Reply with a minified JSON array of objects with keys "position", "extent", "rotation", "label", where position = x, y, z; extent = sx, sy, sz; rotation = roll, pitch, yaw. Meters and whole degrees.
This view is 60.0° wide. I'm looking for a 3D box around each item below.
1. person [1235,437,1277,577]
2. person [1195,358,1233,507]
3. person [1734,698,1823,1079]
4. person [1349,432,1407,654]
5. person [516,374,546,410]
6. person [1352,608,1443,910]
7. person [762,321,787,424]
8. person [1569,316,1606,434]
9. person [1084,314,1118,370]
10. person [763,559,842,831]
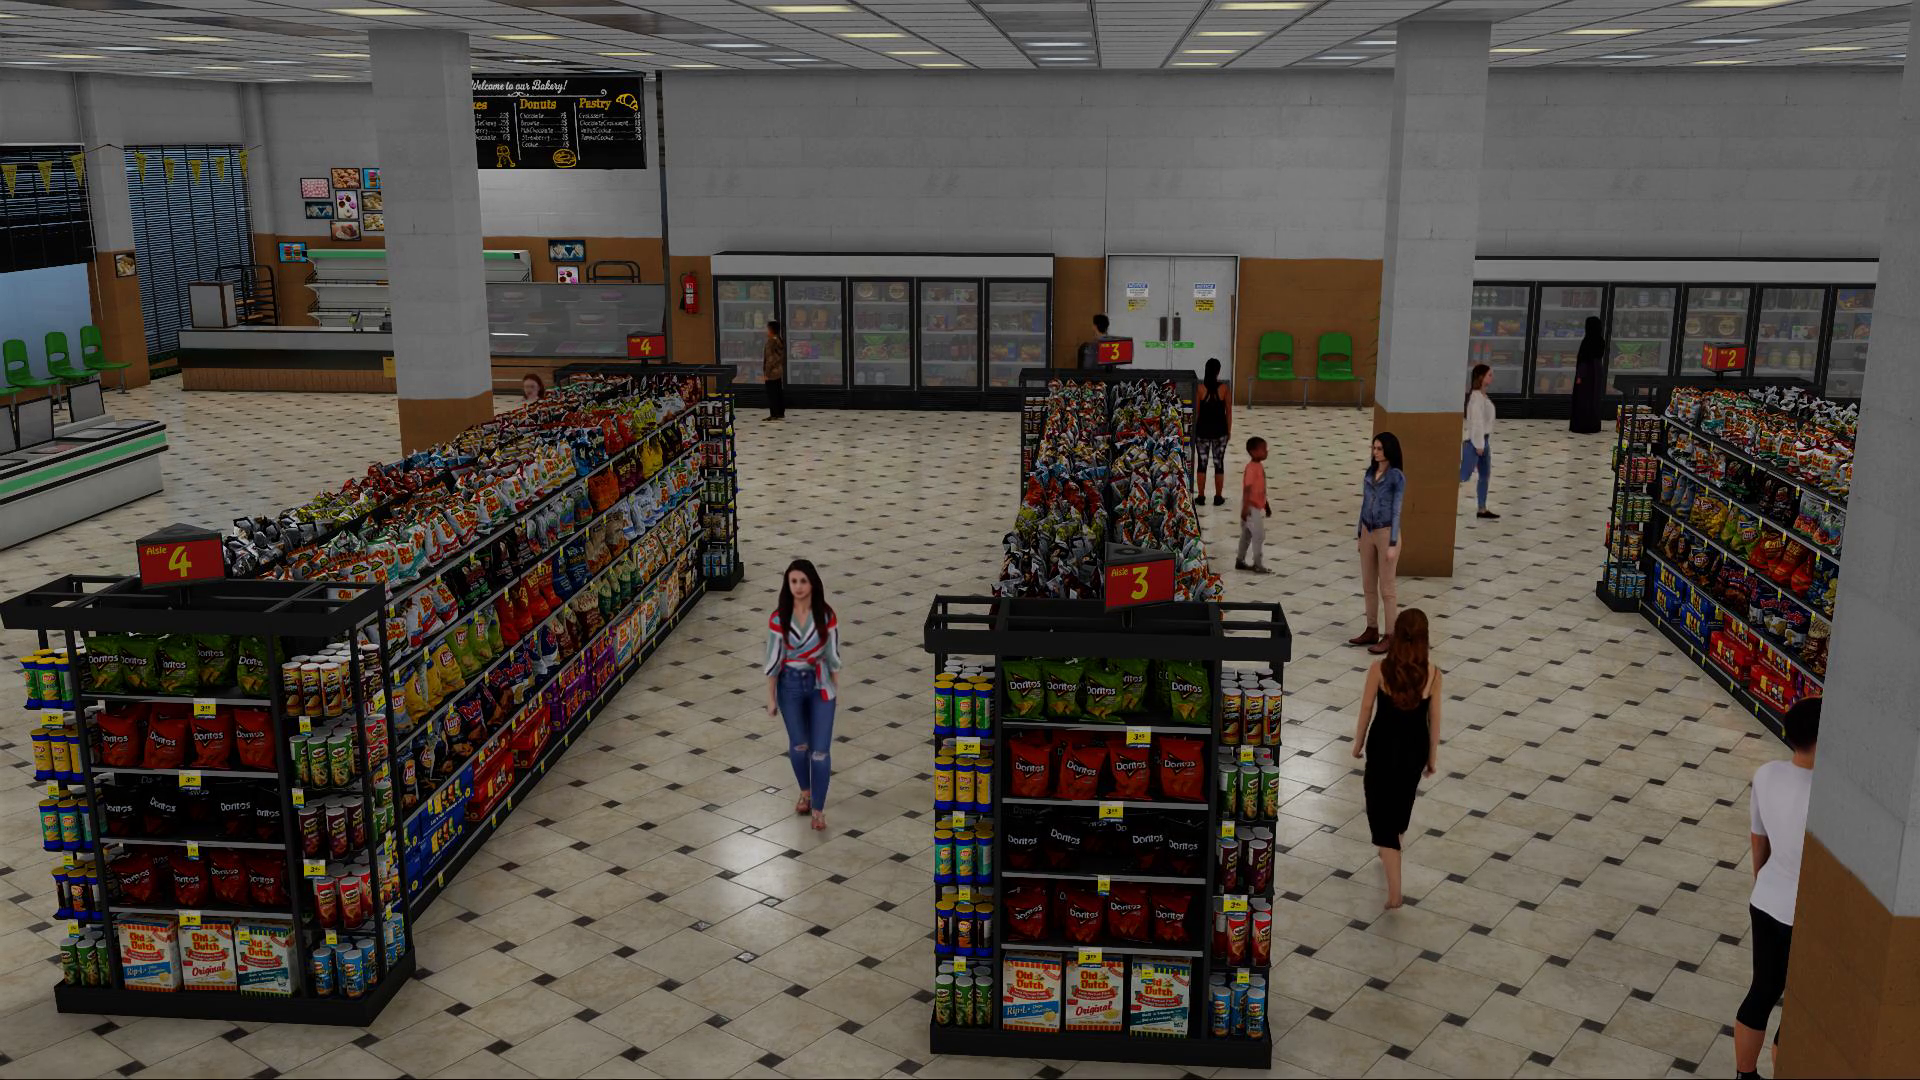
[{"position":[2.689,-0.325,15.630],"extent":[0.701,1.298,0.672],"rotation":[7,15,28],"label":"person"},{"position":[2.800,-1.215,18.530],"extent":[0.584,1.662,0.497],"rotation":[2,14,7],"label":"person"},{"position":[3.421,1.525,6.827],"extent":[0.792,1.852,0.623],"rotation":[-3,14,-13],"label":"person"},{"position":[3.353,0.016,13.217],"extent":[0.745,1.773,0.658],"rotation":[-7,15,-28],"label":"person"},{"position":[-4.160,-0.781,16.613],"extent":[0.627,1.722,1.140],"rotation":[1,14,6],"label":"person"},{"position":[2.318,1.183,8.802],"extent":[0.602,1.586,1.075],"rotation":[0,14,2],"label":"person"},{"position":[-2.679,-2.434,23.990],"extent":[0.710,1.455,0.610],"rotation":[6,15,24],"label":"person"},{"position":[8.754,-2.304,23.121],"extent":[0.727,1.614,0.777],"rotation":[-10,17,-34],"label":"person"},{"position":[1.811,-1.905,21.021],"extent":[1.129,1.828,1.133],"rotation":[12,18,40],"label":"person"},{"position":[-0.925,0.886,10.014],"extent":[0.642,1.593,0.856],"rotation":[0,14,0],"label":"person"}]
